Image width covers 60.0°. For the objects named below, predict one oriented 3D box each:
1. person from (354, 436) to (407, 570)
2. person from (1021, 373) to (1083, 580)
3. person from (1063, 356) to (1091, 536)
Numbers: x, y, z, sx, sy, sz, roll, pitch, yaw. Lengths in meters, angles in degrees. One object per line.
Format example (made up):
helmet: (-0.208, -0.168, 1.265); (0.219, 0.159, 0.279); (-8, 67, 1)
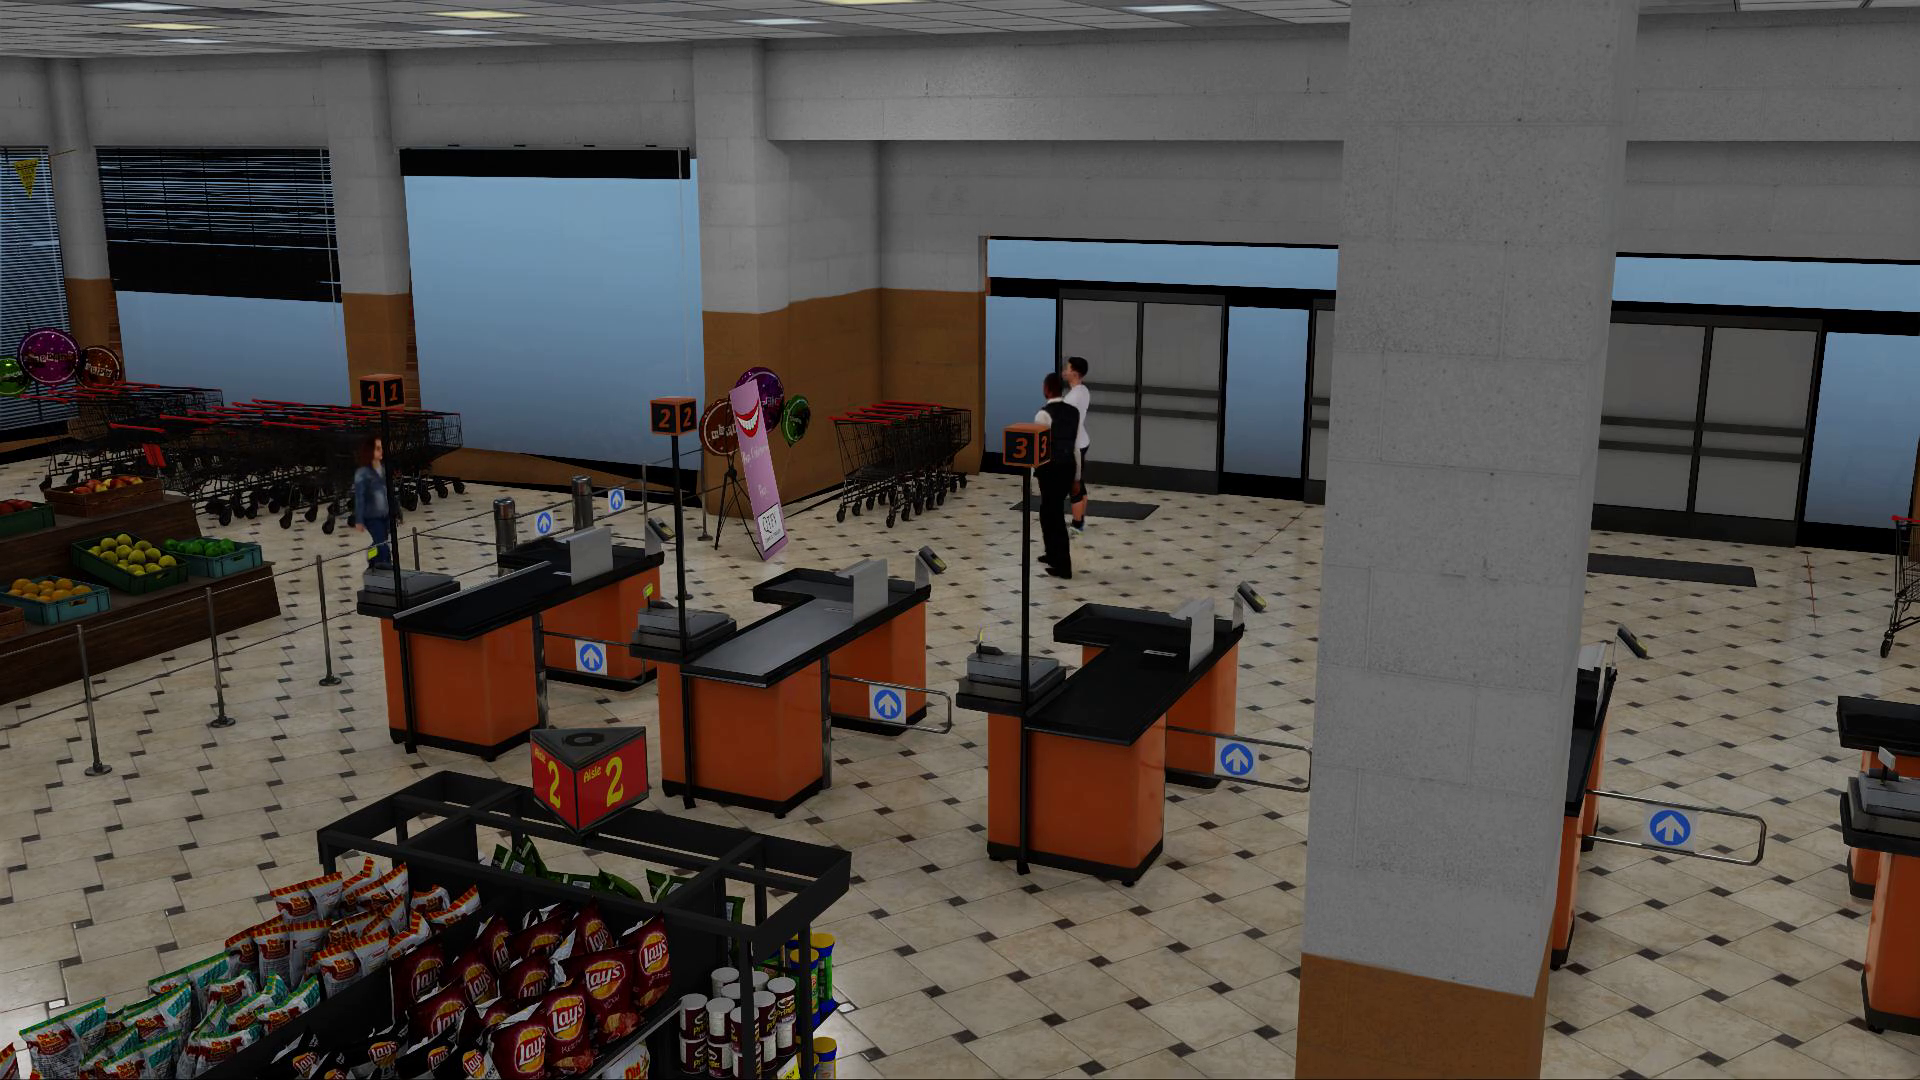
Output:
person: (-5.238, -0.197, 14.818); (0.685, 1.458, 0.795); (5, 15, 20)
person: (0.946, -0.571, 15.427); (0.909, 1.899, 0.929); (-12, 18, -41)
person: (1.200, -0.980, 17.211); (0.752, 1.852, 0.549); (4, 14, 17)
